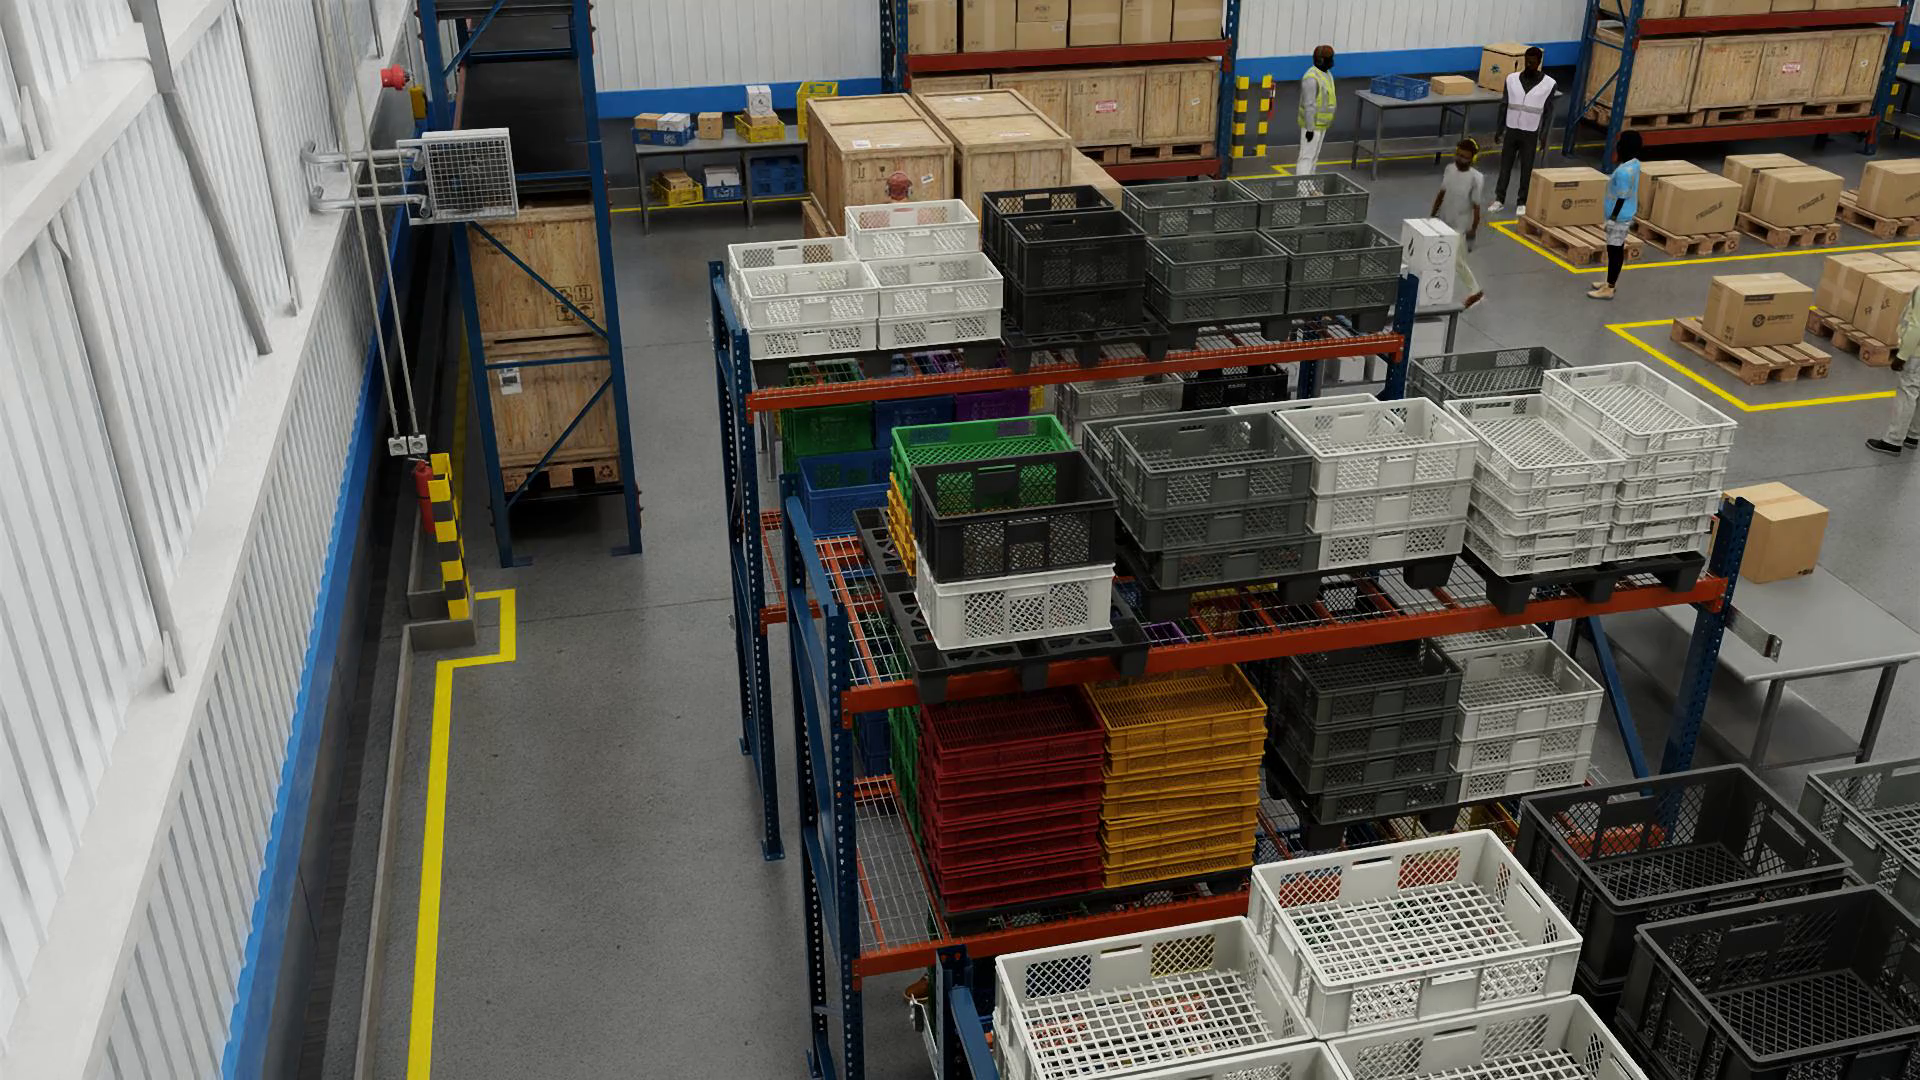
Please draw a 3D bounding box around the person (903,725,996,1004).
[{"bbox_3d":[-0.021,1.424,7.597,0.352,1.884,0.579,-23,36,-37],"label":"person"}]

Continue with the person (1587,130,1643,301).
[{"bbox_3d":[6.596,-3.259,16.680,0.321,1.697,0.529,15,31,26],"label":"person"}]

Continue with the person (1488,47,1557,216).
[{"bbox_3d":[6.505,-4.731,19.238,0.596,1.918,0.379,15,31,26],"label":"person"}]

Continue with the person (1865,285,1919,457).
[{"bbox_3d":[7.697,-1.564,13.319,0.587,1.835,0.404,-15,31,-26],"label":"person"}]

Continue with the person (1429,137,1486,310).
[{"bbox_3d":[4.829,-3.041,16.154,0.965,1.822,0.554,-9,29,-17],"label":"person"}]

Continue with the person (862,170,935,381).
[{"bbox_3d":[-0.527,-2.304,14.664,0.644,1.899,0.397,0,28,0],"label":"person"}]

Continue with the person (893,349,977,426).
[{"bbox_3d":[-0.147,-0.785,11.758,0.633,1.927,0.450,18,33,31],"label":"person"}]

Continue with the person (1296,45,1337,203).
[{"bbox_3d":[4.212,-4.908,19.655,0.430,1.845,0.619,13,31,23],"label":"person"}]
